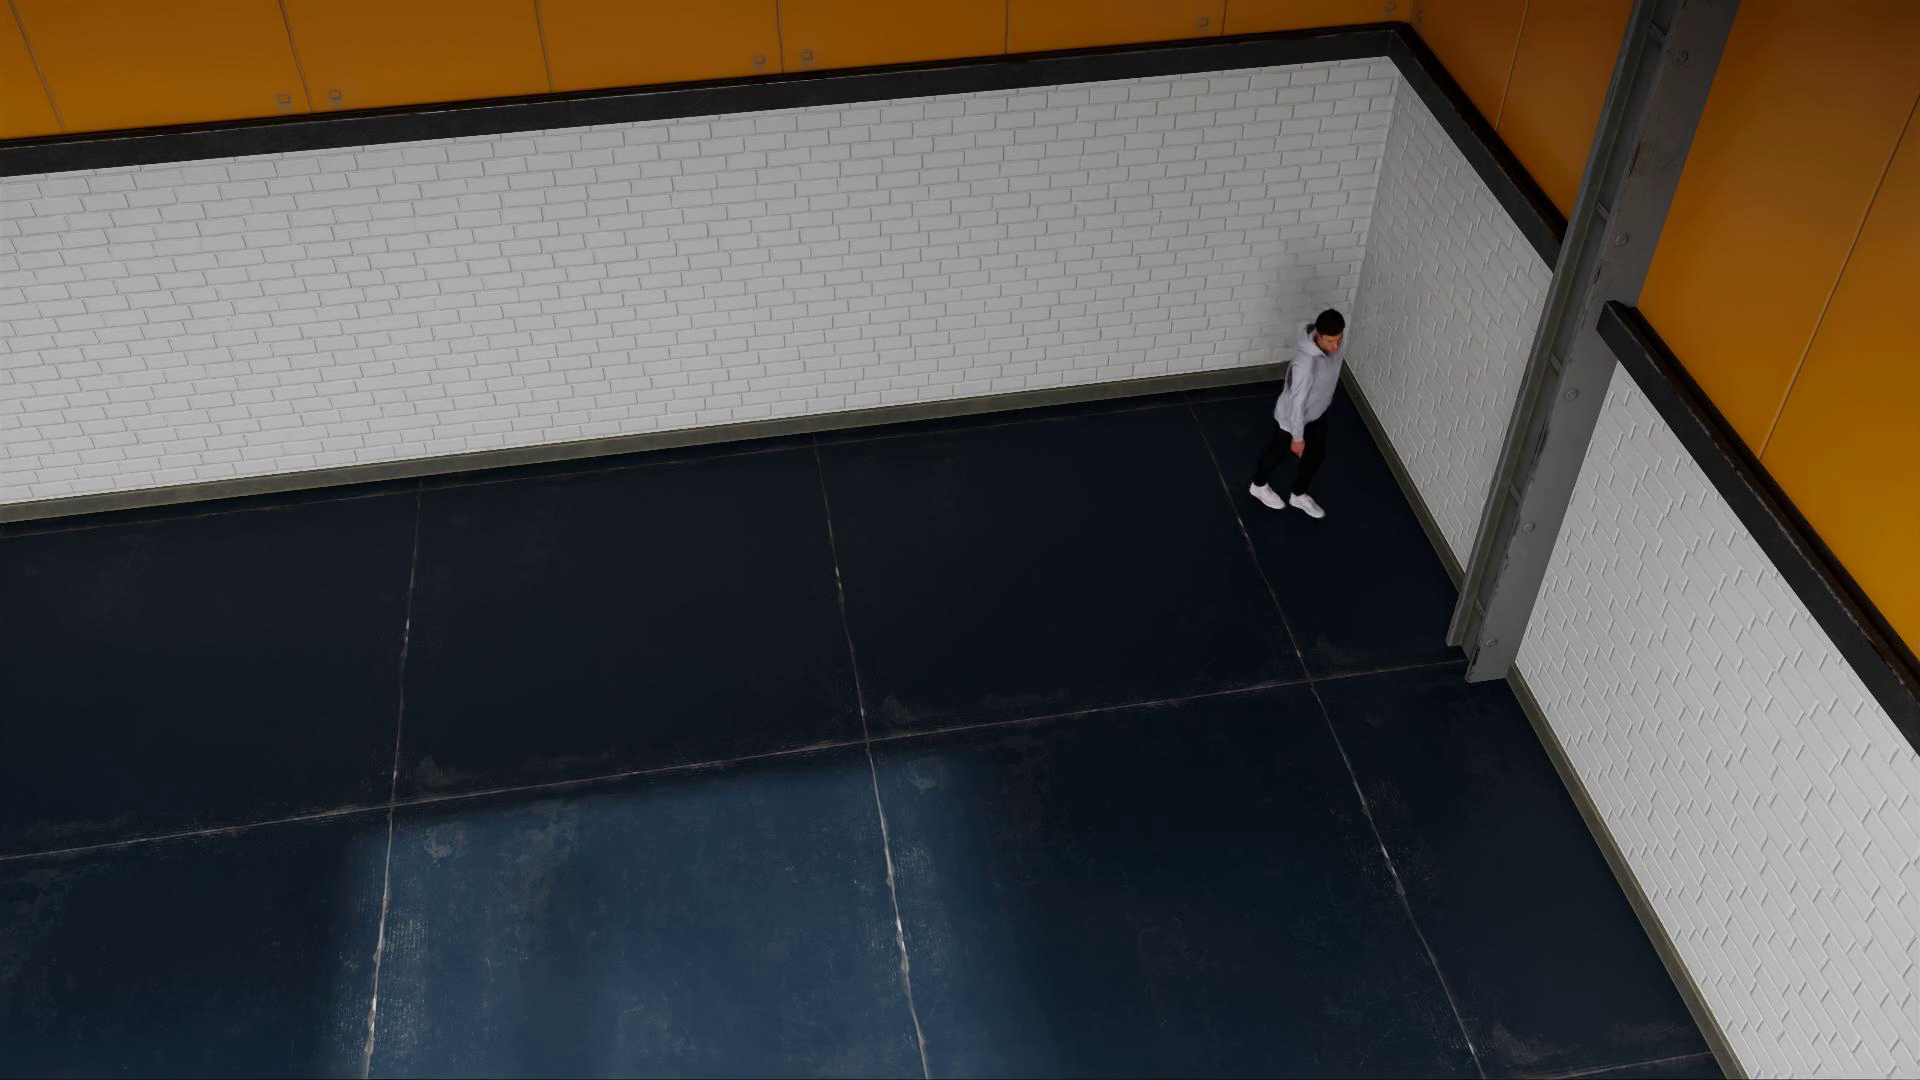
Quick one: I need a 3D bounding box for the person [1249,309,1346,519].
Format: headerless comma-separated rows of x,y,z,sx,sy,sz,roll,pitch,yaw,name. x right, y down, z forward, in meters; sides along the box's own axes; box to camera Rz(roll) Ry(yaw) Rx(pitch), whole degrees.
2.357,-0.943,11.776,0.994,1.880,0.912,30,51,28,person
